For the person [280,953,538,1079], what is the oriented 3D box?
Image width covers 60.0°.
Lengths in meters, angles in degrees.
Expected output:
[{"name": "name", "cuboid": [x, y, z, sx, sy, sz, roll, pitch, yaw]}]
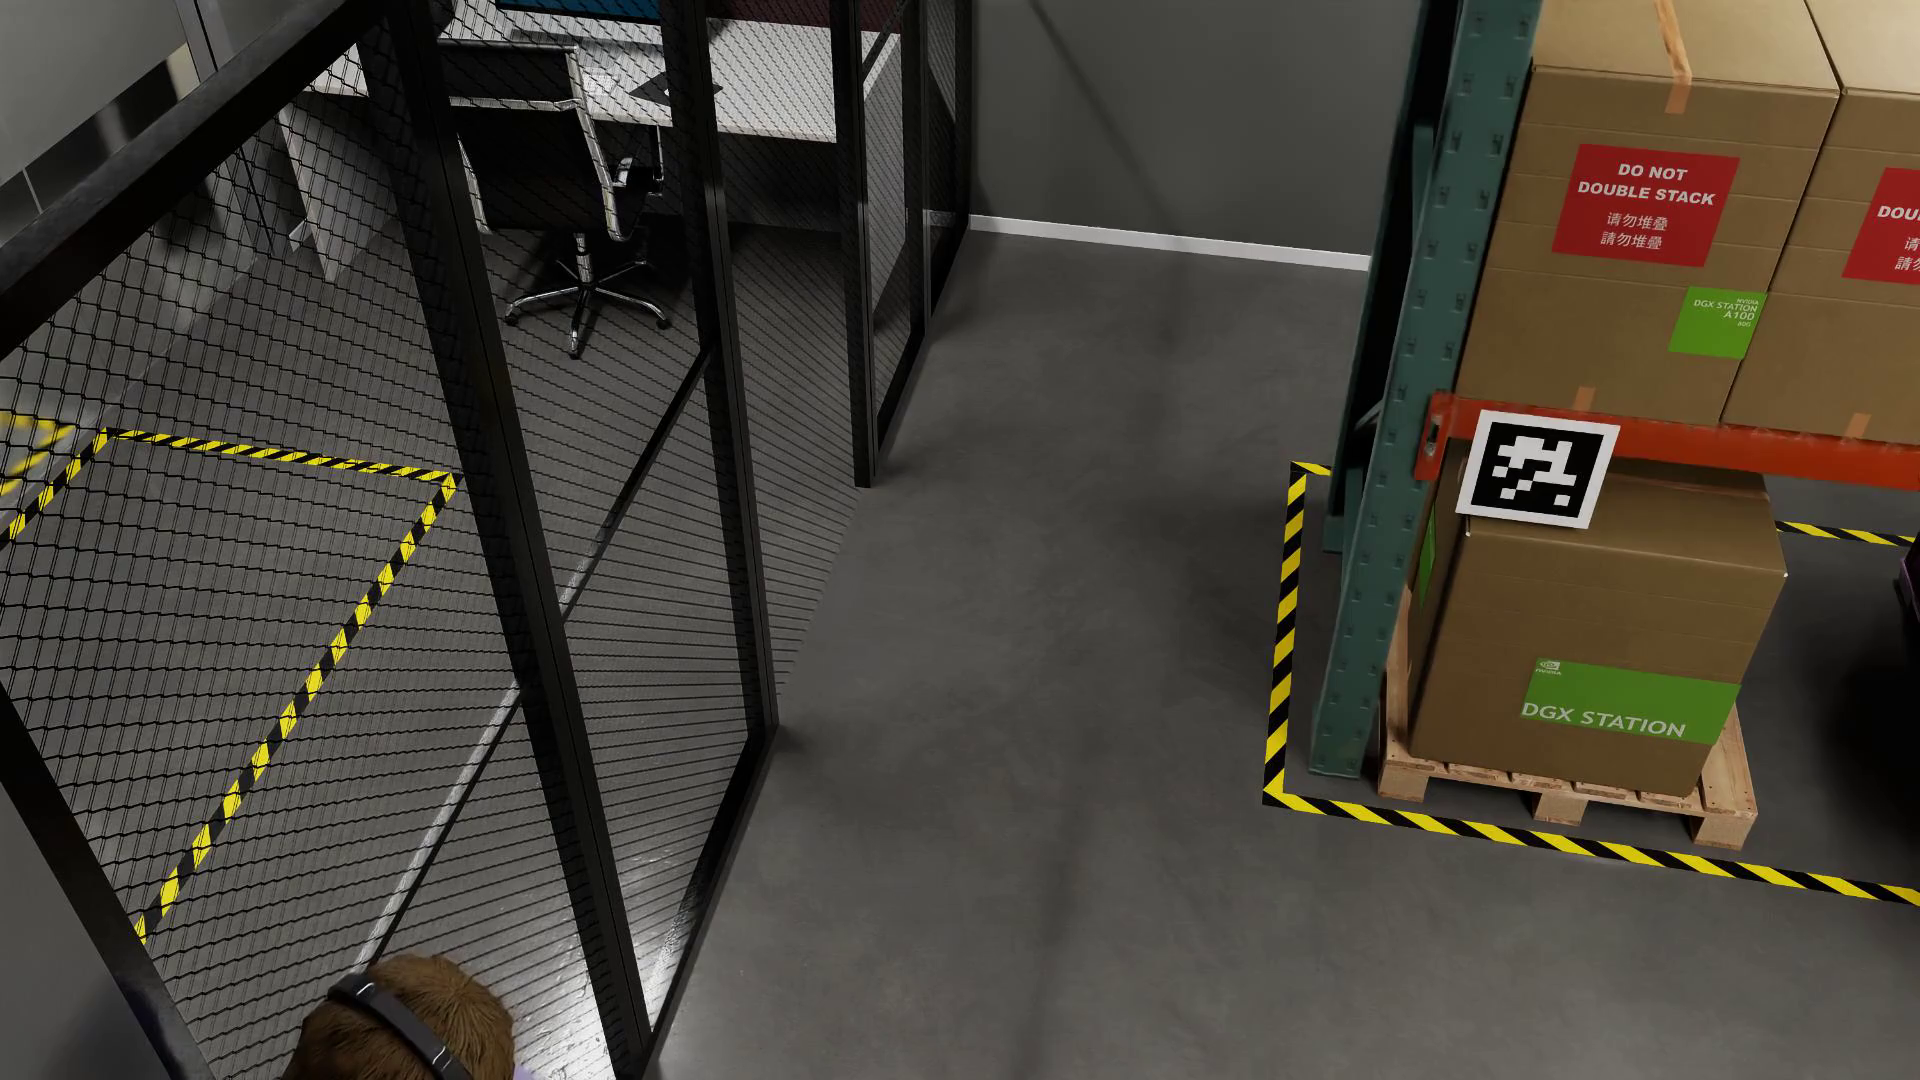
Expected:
[{"name": "person", "cuboid": [-0.531, 1.152, 2.171, 0.635, 1.939, 0.367, 19, 44, 20]}]
